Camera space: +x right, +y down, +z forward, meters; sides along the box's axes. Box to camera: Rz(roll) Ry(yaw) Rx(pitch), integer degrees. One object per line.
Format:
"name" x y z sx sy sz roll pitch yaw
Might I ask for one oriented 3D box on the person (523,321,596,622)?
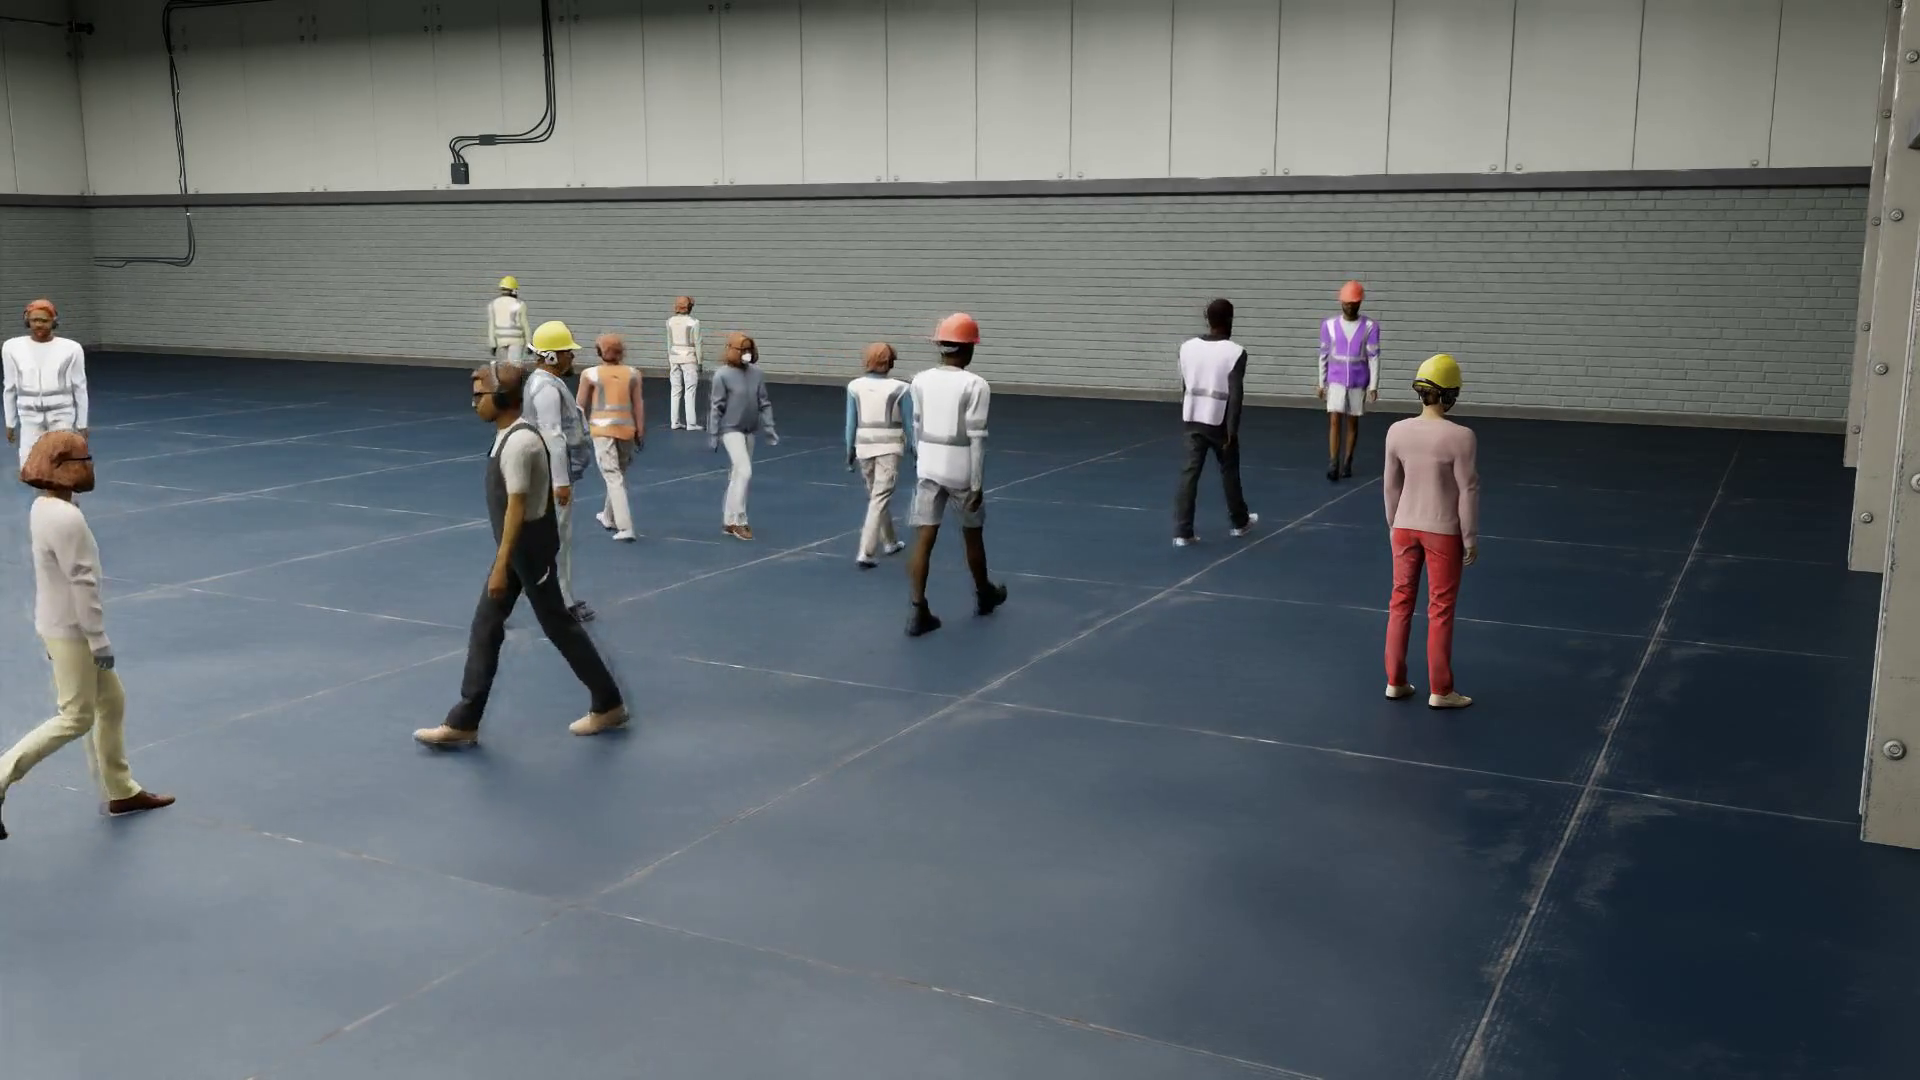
"person" -2.459 -0.417 10.187 0.403 1.833 0.586 -4 11 -20

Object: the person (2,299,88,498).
"person" -7.093 -0.941 12.943 0.599 1.865 0.580 -4 11 -19

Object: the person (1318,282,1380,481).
"person" 3.711 -1.496 15.895 0.574 1.891 0.949 3 11 14

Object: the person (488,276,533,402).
"person" -6.265 -2.783 23.196 0.606 1.797 0.885 4 11 20

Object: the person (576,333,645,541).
"person" -2.735 -0.808 12.962 0.525 1.591 0.856 -8 13 -36

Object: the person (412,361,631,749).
"person" -2.009 0.070 7.670 0.993 1.787 0.541 -5 12 -26

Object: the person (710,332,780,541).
"person" -1.660 -0.805 12.907 0.571 1.605 0.493 8 13 36

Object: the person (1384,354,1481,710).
"person" 2.351 -0.038 8.302 0.308 1.769 0.525 -9 14 -41

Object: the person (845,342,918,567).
"person" -0.559 -0.620 11.950 0.535 1.592 0.875 5 11 24

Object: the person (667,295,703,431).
"person" -3.326 -2.134 20.106 0.509 1.629 0.314 5 12 27

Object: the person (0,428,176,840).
"person" -3.550 0.366 6.513 0.712 1.608 0.504 -7 12 -33

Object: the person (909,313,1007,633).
"person" -0.041 -0.414 10.034 0.564 1.884 0.985 5 12 27

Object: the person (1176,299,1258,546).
"person" 1.965 -0.910 12.791 0.596 1.864 0.992 8 13 36
